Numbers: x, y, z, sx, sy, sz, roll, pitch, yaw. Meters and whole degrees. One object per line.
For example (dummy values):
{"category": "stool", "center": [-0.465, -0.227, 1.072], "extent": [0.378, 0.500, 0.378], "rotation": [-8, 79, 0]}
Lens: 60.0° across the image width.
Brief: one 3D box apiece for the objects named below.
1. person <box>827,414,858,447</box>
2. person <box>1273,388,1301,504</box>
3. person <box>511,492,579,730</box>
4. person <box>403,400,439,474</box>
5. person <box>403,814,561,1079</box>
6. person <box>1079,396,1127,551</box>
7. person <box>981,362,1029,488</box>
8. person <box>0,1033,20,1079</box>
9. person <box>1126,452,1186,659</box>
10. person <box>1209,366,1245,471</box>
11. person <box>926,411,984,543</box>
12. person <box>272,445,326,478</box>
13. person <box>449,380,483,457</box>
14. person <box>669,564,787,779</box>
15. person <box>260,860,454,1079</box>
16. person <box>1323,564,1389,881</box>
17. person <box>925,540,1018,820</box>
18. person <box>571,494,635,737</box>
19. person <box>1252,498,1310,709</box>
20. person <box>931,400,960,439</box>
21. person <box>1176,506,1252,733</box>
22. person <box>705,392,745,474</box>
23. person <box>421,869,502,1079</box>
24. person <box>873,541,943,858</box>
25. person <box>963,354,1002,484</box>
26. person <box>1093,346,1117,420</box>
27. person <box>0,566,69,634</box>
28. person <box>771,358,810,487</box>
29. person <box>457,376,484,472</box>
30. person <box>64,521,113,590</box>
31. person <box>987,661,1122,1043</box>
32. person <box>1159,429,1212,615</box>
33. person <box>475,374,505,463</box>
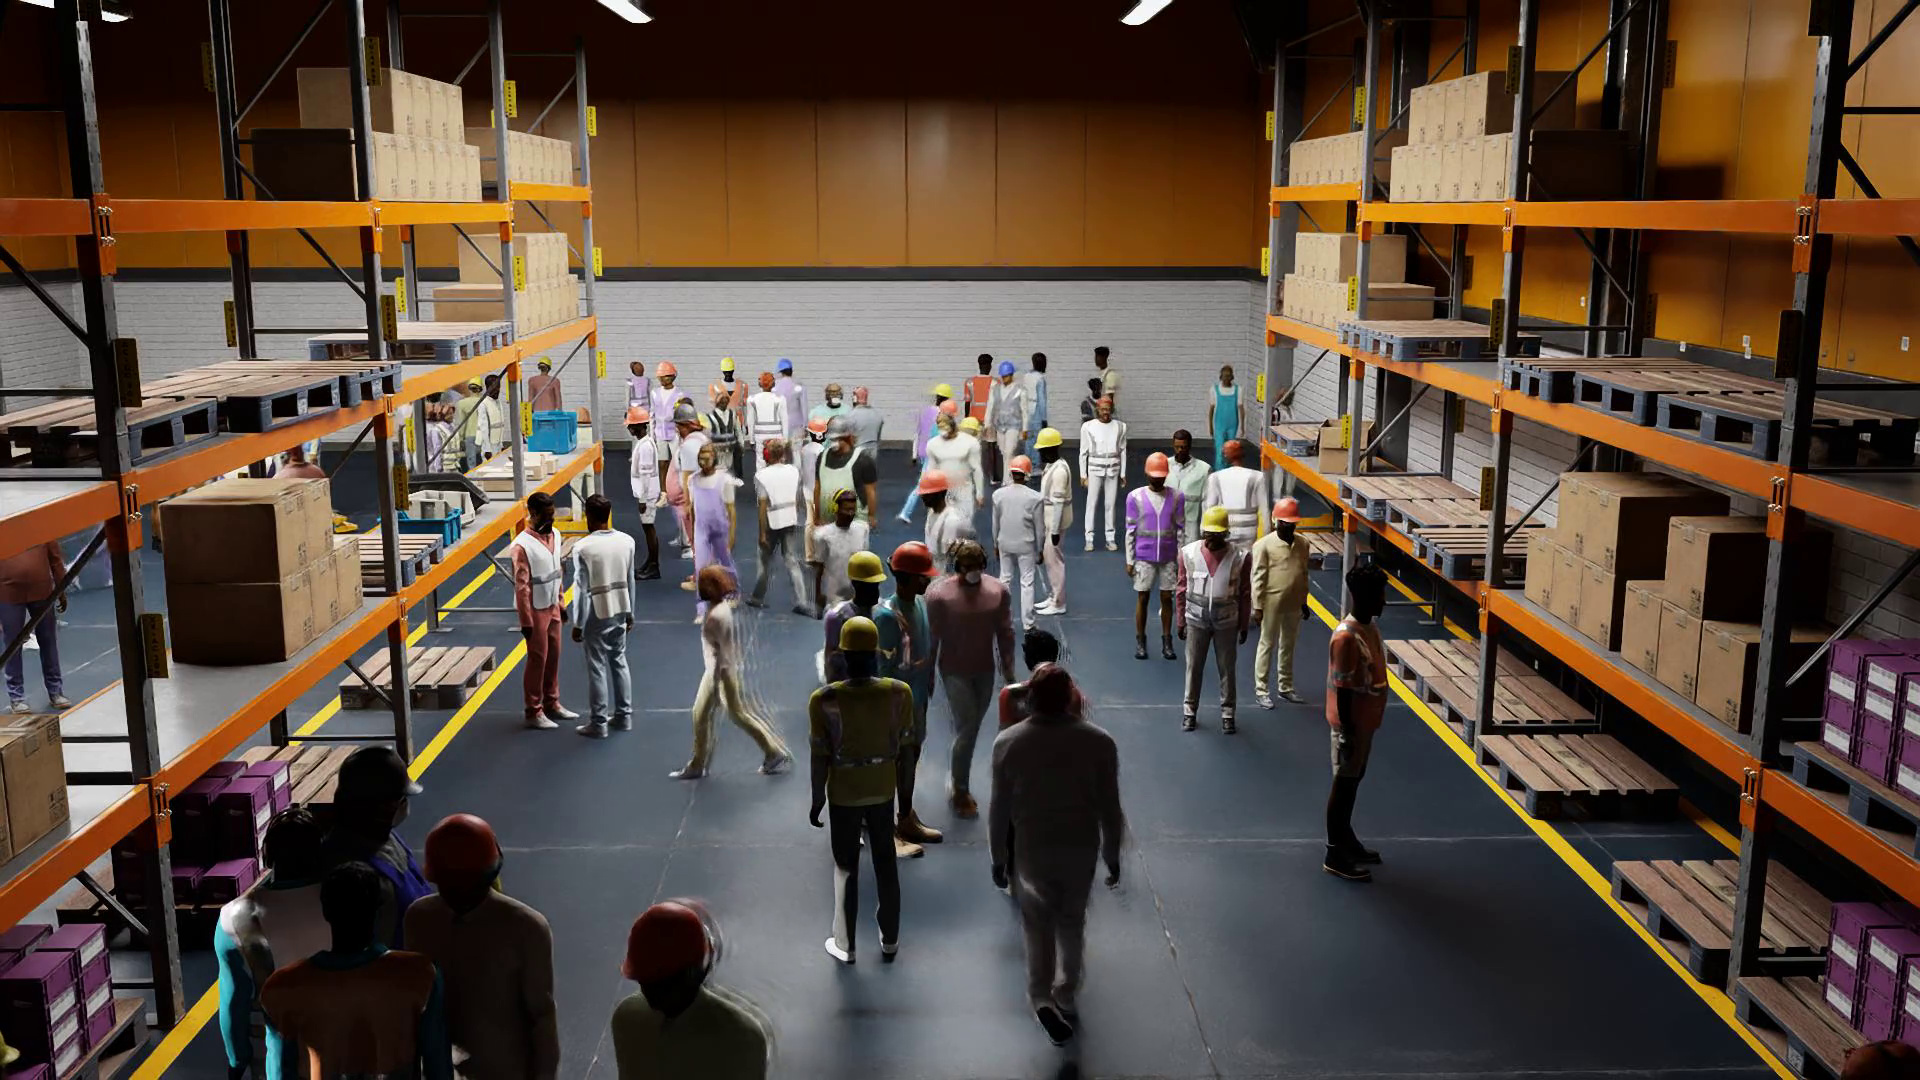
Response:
{"category": "person", "center": [-1.324, -0.491, 18.614], "extent": [0.429, 1.838, 0.625], "rotation": [-3, 12, -14]}
{"category": "person", "center": [4.554, -1.300, 23.180], "extent": [0.422, 1.628, 0.556], "rotation": [9, 14, 37]}
{"category": "person", "center": [-3.330, 0.554, 13.199], "extent": [0.402, 1.908, 0.598], "rotation": [3, 12, 15]}
{"category": "person", "center": [-6.899, -0.979, 21.383], "extent": [0.482, 1.710, 0.843], "rotation": [-1, 11, -4]}
{"category": "person", "center": [-1.757, 1.935, 6.076], "extent": [0.620, 1.985, 0.408], "rotation": [3, 12, 16]}
{"category": "person", "center": [1.727, -0.800, 20.039], "extent": [0.584, 1.882, 0.337], "rotation": [-2, 11, -8]}
{"category": "person", "center": [0.620, -1.601, 23.967], "extent": [0.612, 1.911, 0.846], "rotation": [8, 14, 34]}
{"category": "person", "center": [-2.954, 2.266, 5.042], "extent": [0.486, 1.736, 0.324], "rotation": [9, 14, 37]}
{"category": "person", "center": [1.790, 0.147, 15.193], "extent": [0.549, 1.927, 0.393], "rotation": [-1, 11, -3]}
{"category": "person", "center": [3.951, -1.667, 24.635], "extent": [0.514, 1.786, 0.988], "rotation": [0, 11, 1]}
{"category": "person", "center": [-0.051, -0.512, 18.554], "extent": [0.659, 1.896, 0.485], "rotation": [3, 12, 15]}
{"category": "person", "center": [-6.481, -0.055, 16.272], "extent": [0.400, 1.899, 0.646], "rotation": [6, 13, 29]}
{"category": "person", "center": [-8.091, -2.380, 27.565], "extent": [0.906, 2.000, 0.714], "rotation": [0, 11, -2]}
{"category": "person", "center": [-1.670, 0.949, 12.003], "extent": [0.818, 1.600, 0.503], "rotation": [-3, 12, -14]}
{"category": "person", "center": [-2.046, 2.036, 5.732], "extent": [0.596, 1.916, 0.374], "rotation": [-3, 12, -15]}
{"category": "person", "center": [2.456, 1.102, 10.292], "extent": [0.361, 1.963, 0.618], "rotation": [5, 12, 25]}
{"category": "person", "center": [0.094, 0.933, 11.281], "extent": [0.619, 1.906, 0.684], "rotation": [-7, 13, -31]}
{"category": "person", "center": [-2.777, 0.589, 13.031], "extent": [0.408, 1.907, 0.598], "rotation": [8, 14, 34]}
{"category": "person", "center": [2.672, 0.516, 13.766], "extent": [0.572, 1.750, 0.330], "rotation": [-6, 13, -27]}
{"category": "person", "center": [-0.179, -0.895, 20.882], "extent": [0.354, 1.737, 0.577], "rotation": [-3, 12, -15]}
{"category": "person", "center": [1.986, 0.623, 13.072], "extent": [0.590, 1.824, 0.404], "rotation": [3, 12, 14]}
{"category": "person", "center": [-3.298, -1.266, 23.122], "extent": [0.538, 1.603, 0.844], "rotation": [-8, 14, -34]}
{"category": "person", "center": [-1.809, 2.025, 6.258], "extent": [0.487, 1.738, 0.320], "rotation": [-10, 15, -42]}
{"category": "person", "center": [-0.322, 1.006, 10.612], "extent": [0.403, 2.035, 0.606], "rotation": [4, 12, 21]}
{"category": "person", "center": [0.363, -1.811, 24.921], "extent": [0.607, 1.958, 0.388], "rotation": [3, 12, 13]}
{"category": "person", "center": [2.192, -2.109, 26.431], "extent": [0.669, 1.943, 0.647], "rotation": [-4, 12, -21]}
{"category": "person", "center": [-9.026, 0.099, 16.053], "extent": [0.734, 1.674, 0.540], "rotation": [3, 12, 13]}
{"category": "person", "center": [-2.532, -1.721, 24.570], "extent": [0.655, 1.917, 0.497], "rotation": [1, 11, 5]}
{"category": "person", "center": [-6.857, -1.467, 23.679], "extent": [0.532, 1.768, 0.311], "rotation": [-2, 11, -9]}
{"category": "person", "center": [-9.363, -0.385, 17.927], "extent": [0.614, 1.897, 0.733], "rotation": [7, 13, 31]}
{"category": "person", "center": [0.478, 1.556, 8.259], "extent": [0.672, 1.877, 0.749], "rotation": [-2, 11, -8]}
{"category": "person", "center": [2.248, -0.177, 16.844], "extent": [0.589, 1.913, 0.393], "rotation": [4, 12, 19]}
{"category": "person", "center": [-6.274, -1.261, 22.276], "extent": [0.390, 1.914, 0.587], "rotation": [1, 11, 3]}
